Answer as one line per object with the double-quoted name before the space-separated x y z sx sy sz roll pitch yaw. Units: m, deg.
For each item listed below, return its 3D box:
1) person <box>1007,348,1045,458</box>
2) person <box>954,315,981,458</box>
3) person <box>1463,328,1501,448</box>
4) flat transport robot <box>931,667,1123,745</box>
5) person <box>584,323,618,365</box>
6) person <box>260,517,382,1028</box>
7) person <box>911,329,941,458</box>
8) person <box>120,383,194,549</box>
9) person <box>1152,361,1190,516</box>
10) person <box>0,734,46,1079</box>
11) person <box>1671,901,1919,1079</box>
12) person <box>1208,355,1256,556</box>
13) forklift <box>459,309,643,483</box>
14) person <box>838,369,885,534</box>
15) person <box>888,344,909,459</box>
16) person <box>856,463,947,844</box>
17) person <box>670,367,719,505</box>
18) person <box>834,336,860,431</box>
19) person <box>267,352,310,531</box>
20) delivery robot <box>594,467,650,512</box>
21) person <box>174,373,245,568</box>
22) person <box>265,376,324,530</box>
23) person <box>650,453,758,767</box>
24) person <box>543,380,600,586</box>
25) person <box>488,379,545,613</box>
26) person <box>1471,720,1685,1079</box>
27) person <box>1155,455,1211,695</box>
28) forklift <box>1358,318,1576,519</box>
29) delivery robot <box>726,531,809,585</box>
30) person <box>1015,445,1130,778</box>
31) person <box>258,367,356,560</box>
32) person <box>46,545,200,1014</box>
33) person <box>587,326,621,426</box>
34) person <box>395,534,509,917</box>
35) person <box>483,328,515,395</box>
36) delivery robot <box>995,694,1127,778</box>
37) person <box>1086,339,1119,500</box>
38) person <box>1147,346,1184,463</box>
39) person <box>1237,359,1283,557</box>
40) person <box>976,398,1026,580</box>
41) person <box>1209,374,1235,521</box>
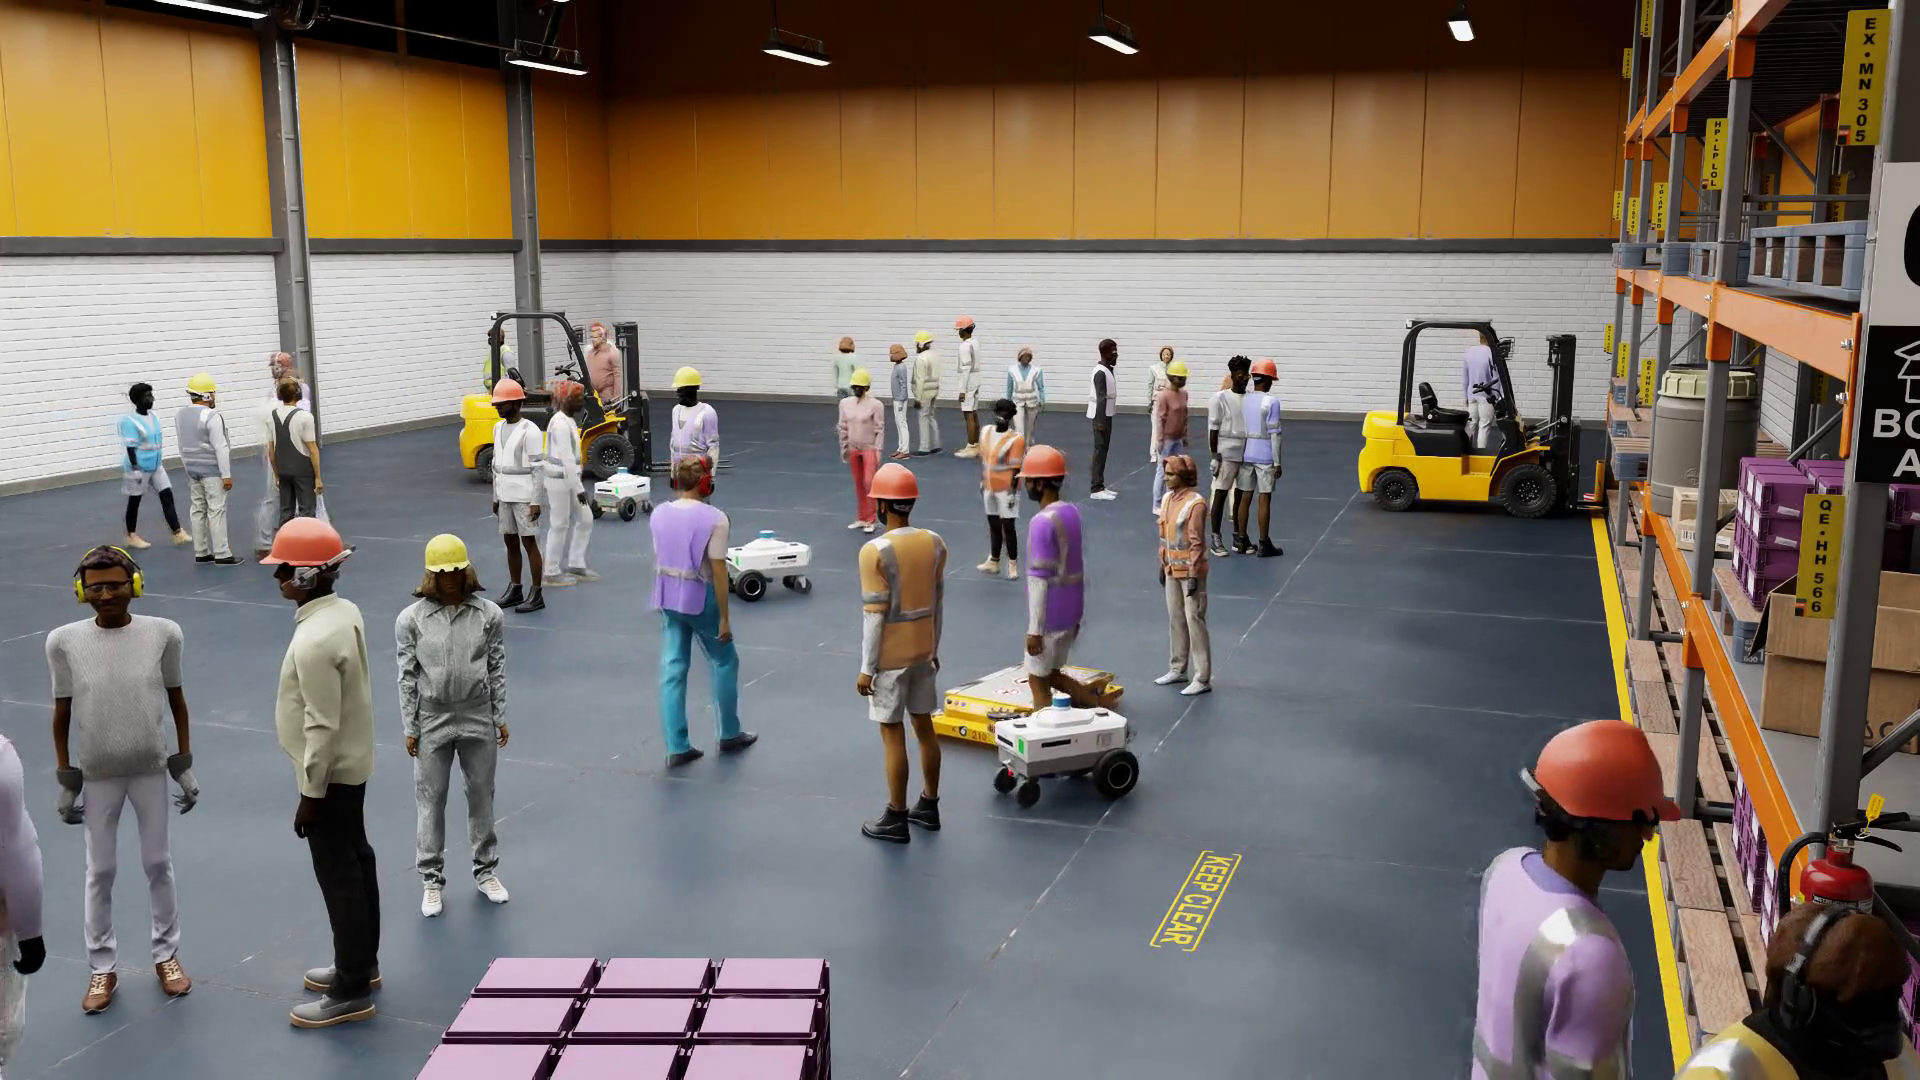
"person" 0.933 -1.932 23.587 0.529 1.589 0.925 0 10 1
"person" 0.093 -2.186 23.741 0.395 2.039 0.606 3 11 17
"person" 7.103 -1.938 22.623 0.354 1.936 0.635 -5 11 -26
"flat transport robot" 0.420 1.018 10.671 0.652 0.197 1.431 7 12 34
"person" -5.517 -2.433 25.715 0.638 1.824 0.983 -10 14 -44
"person" -2.478 0.895 6.506 0.377 1.995 0.608 -2 10 -10
"person" -0.502 -2.095 23.802 0.403 1.832 0.596 4 11 22
"person" -7.985 -0.719 16.494 0.800 1.662 0.554 2 10 12
"person" 2.386 -1.123 18.588 0.406 1.743 0.527 9 13 40
"person" -3.208 1.211 5.212 0.642 1.822 0.764 2 10 11
"person" 1.586 1.565 3.169 0.633 1.841 0.429 -5 11 -28
"person" 2.703 -0.829 16.297 0.608 1.966 0.374 -4 11 -23
"forklift" -5.354 -1.902 21.697 2.313 2.155 1.214 -2 10 -13
"person" -1.039 -0.937 17.564 0.529 1.738 0.566 5 11 26
"person" -0.872 -1.964 23.626 0.273 1.631 0.507 -2 10 -11
"person" -0.321 0.573 8.483 0.379 1.936 0.548 10 14 44
"person" -2.458 -0.623 15.250 0.592 1.926 0.366 8 13 39
"person" -1.756 -2.336 25.733 0.521 1.619 0.500 8 13 37
"person" -7.175 -1.056 17.750 0.406 1.905 0.661 1 10 5
"delivery robot" -3.762 -0.568 18.537 0.477 0.478 0.707 4 11 21
"person" -7.084 -0.654 15.686 0.590 1.833 0.404 5 11 27
"person" -6.076 -0.581 15.240 0.508 1.847 0.345 2 10 13
"person" -1.502 0.390 9.825 0.587 1.818 0.771 6 12 29
"person" -3.454 -0.486 14.692 0.646 1.855 0.571 -1 10 -3
"person" -3.686 -0.363 13.756 0.553 1.935 0.362 7 12 34
"person" 1.254 1.372 3.758 0.763 2.021 0.625 0 10 1
"person" 1.513 0.229 11.306 0.321 1.630 0.514 -5 11 -24
"forklift" 5.787 -1.437 19.079 2.313 2.155 1.214 3 11 19
"delivery robot" -1.676 0.164 14.418 0.707 0.478 0.477 -6 12 -28
"person" 0.589 0.423 9.398 0.616 1.922 0.552 4 11 23
"person" -6.336 -0.708 15.865 1.038 1.874 0.646 3 11 18
"person" -3.325 0.933 6.643 0.519 1.873 0.335 -5 11 -26
"person" -4.995 -2.022 23.192 0.651 1.904 0.402 7 12 36
"person" -2.295 0.831 7.579 0.487 1.744 0.296 -6 11 -29
"person" -6.694 -2.161 24.152 0.429 1.844 0.625 -9 13 -41
"delivery robot" 0.556 1.093 9.184 0.707 0.478 0.477 -5 11 -25
"person" 1.708 -1.450 19.929 0.374 1.916 0.596 2 10 10
"person" 2.866 -1.893 23.209 0.523 1.639 0.306 -1 10 -3
"person" 2.930 -0.800 16.246 0.373 1.928 0.543 -9 13 -41
"person" 0.331 -0.476 15.168 0.322 1.670 0.669 -9 13 -40
"person" 2.972 -1.015 18.314 0.502 1.625 0.284 6 12 31
